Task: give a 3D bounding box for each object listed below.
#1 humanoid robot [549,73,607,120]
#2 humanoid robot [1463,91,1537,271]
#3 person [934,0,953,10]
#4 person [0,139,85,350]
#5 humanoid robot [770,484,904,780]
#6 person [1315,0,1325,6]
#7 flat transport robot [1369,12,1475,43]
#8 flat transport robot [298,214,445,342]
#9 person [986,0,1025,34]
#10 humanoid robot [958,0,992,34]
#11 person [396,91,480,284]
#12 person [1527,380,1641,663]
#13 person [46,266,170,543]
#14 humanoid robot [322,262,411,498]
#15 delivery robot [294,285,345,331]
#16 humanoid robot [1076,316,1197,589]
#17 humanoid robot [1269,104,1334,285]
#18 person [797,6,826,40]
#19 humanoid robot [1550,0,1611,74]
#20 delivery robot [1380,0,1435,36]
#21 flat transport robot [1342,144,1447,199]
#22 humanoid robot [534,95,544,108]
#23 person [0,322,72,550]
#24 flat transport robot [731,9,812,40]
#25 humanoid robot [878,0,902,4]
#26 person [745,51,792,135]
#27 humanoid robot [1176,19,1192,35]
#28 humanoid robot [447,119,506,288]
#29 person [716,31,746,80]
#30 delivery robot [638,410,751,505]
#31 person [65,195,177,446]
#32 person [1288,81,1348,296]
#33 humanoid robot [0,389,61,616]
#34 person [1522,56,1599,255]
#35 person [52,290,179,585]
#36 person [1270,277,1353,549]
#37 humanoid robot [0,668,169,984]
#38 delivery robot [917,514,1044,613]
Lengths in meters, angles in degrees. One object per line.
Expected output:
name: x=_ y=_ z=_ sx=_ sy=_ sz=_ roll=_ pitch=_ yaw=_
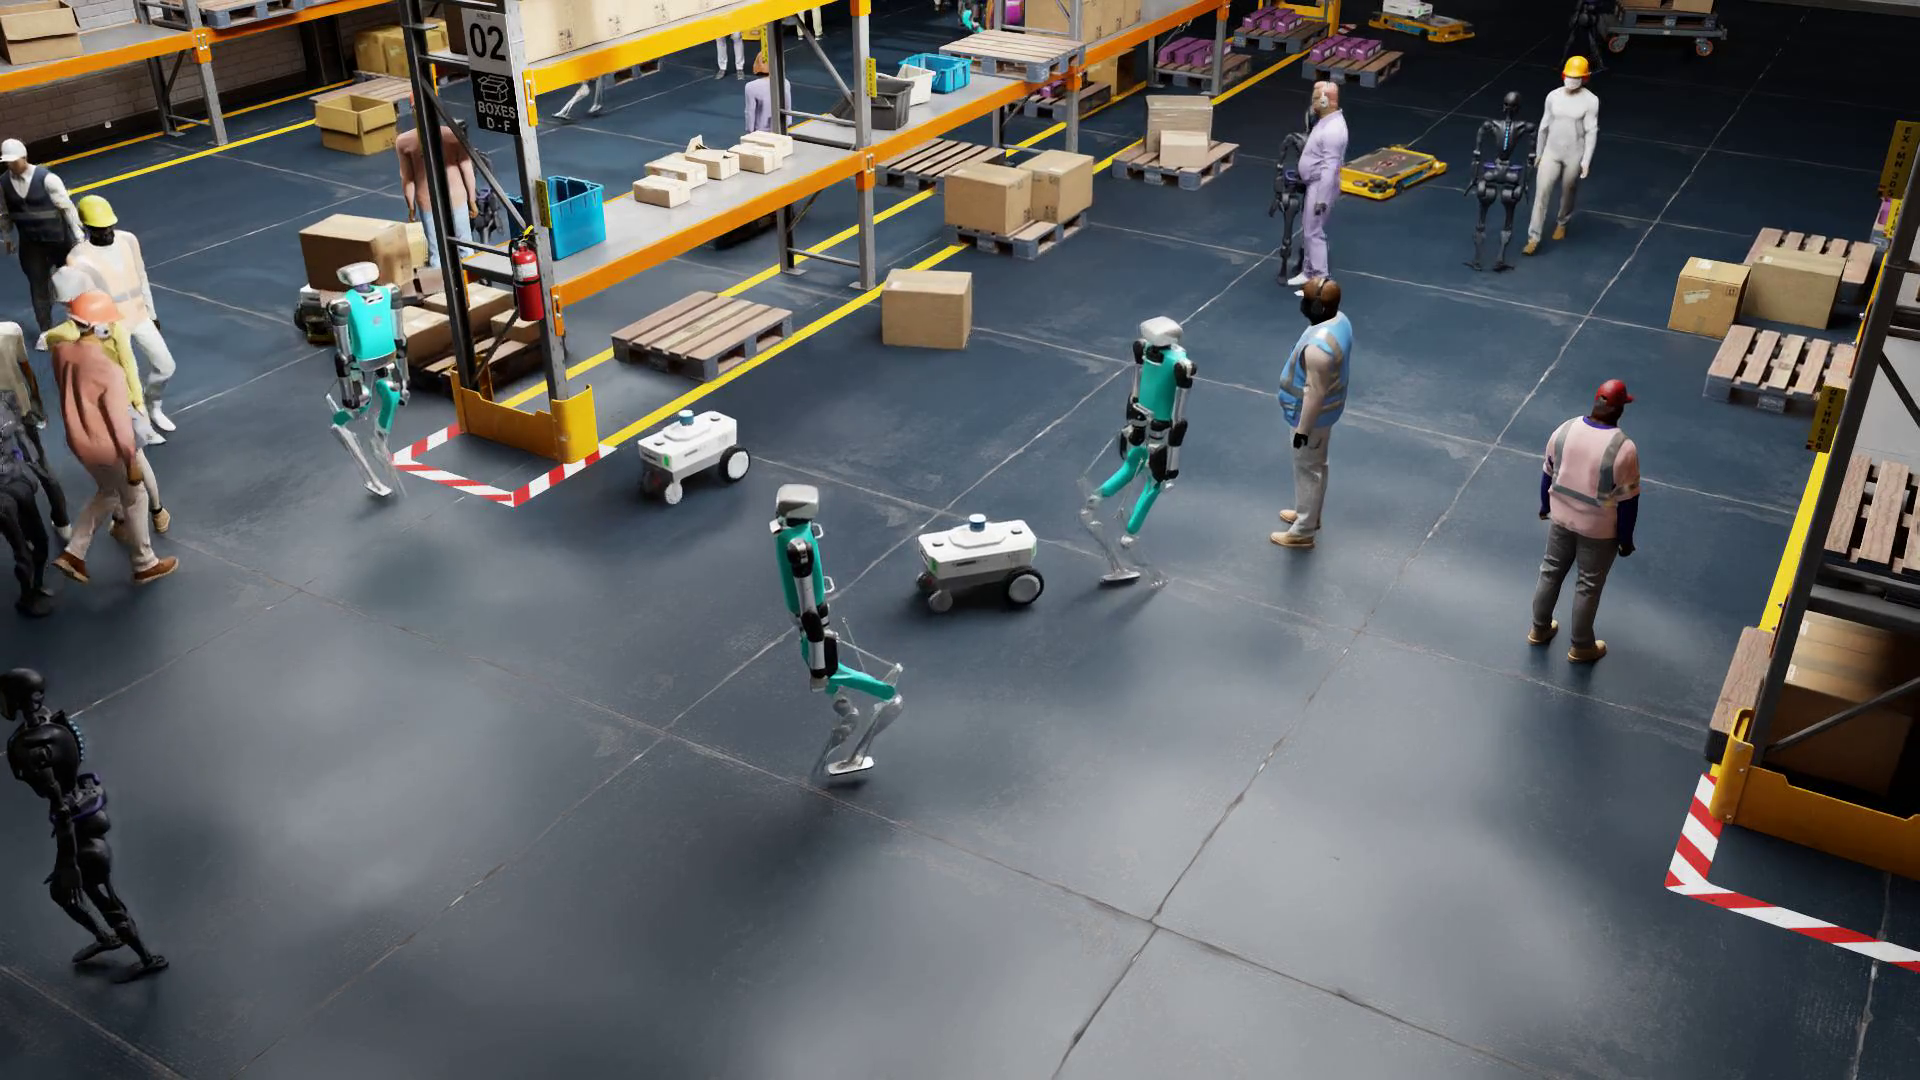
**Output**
humanoid robot: x=-4.591 y=-5.875 z=19.839 sx=0.576 sy=1.732 sz=1.020 roll=20 pitch=35 yaw=32
humanoid robot: x=4.980 y=-3.305 z=15.356 sx=0.603 sy=1.646 sz=0.346 roll=9 pitch=31 yaw=15
person: x=-0.295 y=-8.997 z=25.183 sx=0.635 sy=1.922 sz=0.498 roll=2 pitch=30 yaw=3
person: x=-7.674 y=-2.544 z=13.978 sx=0.749 sy=1.710 sz=0.932 roll=-4 pitch=30 yaw=-7
humanoid robot: x=-0.572 y=0.544 z=8.540 sx=0.755 sy=1.840 sz=0.551 roll=-6 pitch=30 yaw=-11
person: x=5.708 y=-9.164 z=25.557 sx=0.429 sy=1.844 sz=0.626 roll=13 pitch=32 yaw=21
flat transport robot: x=6.705 y=-7.474 z=24.163 sx=0.659 sy=0.231 sz=1.431 roll=-19 pitch=35 yaw=-30
flat transport robot: x=-4.941 y=-2.006 z=14.490 sx=1.431 sy=0.231 sz=0.659 roll=-11 pitch=31 yaw=-18
person: x=0.530 y=-6.507 z=20.883 sx=0.684 sy=1.814 sz=0.437 roll=-10 pitch=31 yaw=-16
humanoid robot: x=0.352 y=-6.799 z=21.526 sx=0.876 sy=1.824 sz=0.542 roll=-14 pitch=32 yaw=-23
person: x=-4.477 y=-2.920 z=14.367 sx=0.611 sy=1.984 sz=0.390 roll=-9 pitch=31 yaw=-15
person: x=3.635 y=-0.112 z=9.635 sx=0.419 sy=1.750 sz=0.600 roll=-22 pitch=36 yaw=-34
person: x=-5.560 y=-0.869 z=10.831 sx=0.472 sy=1.895 sz=0.385 roll=-19 pitch=35 yaw=-30
humanoid robot: x=-4.079 y=-1.036 z=11.352 sx=0.730 sy=1.860 sz=0.547 roll=21 pitch=36 yaw=33
delivery robot: x=-5.378 y=-2.109 z=14.399 sx=0.499 sy=0.612 sz=0.813 roll=8 pitch=30 yaw=13
humanoid robot: x=1.043 y=-0.474 z=10.294 sx=0.796 sy=1.776 sz=0.547 roll=-16 pitch=33 yaw=-26
humanoid robot: x=3.106 y=-3.125 z=15.061 sx=0.585 sy=1.655 sz=0.465 roll=-1 pitch=29 yaw=-2
person: x=-2.167 y=-8.000 z=23.584 sx=0.558 sy=1.752 sz=0.323 roll=3 pitch=30 yaw=6
humanoid robot: x=8.288 y=-6.961 z=21.875 sx=0.764 sy=1.638 sz=0.603 roll=24 pitch=37 yaw=36
delivery robot: x=6.515 y=-7.683 z=24.234 sx=0.499 sy=0.587 sz=0.785 roll=-21 pitch=36 yaw=-33
flat transport robot: x=4.630 y=-3.983 z=17.987 sx=0.659 sy=0.231 sz=1.431 roll=24 pitch=37 yaw=36
humanoid robot: x=-5.368 y=-6.043 z=20.177 sx=0.555 sy=1.814 sz=0.748 roll=24 pitch=37 yaw=36
person: x=-6.167 y=-0.802 z=10.730 sx=0.328 sy=1.876 sz=0.507 roll=21 pitch=35 yaw=32
flat transport robot: x=-2.842 y=-7.524 z=24.251 sx=0.659 sy=0.231 sz=1.431 roll=4 pitch=30 yaw=7
humanoid robot: x=-1.115 y=-9.185 z=25.762 sx=0.615 sy=1.643 sz=0.426 roll=1 pitch=29 yaw=1
person: x=-1.934 y=-4.132 z=16.869 sx=0.500 sy=1.626 sz=0.287 roll=-17 pitch=33 yaw=-27
humanoid robot: x=3.303 y=-8.239 z=24.061 sx=0.547 sy=1.807 sz=0.908 roll=16 pitch=33 yaw=27
humanoid robot: x=-4.282 y=-2.880 z=14.618 sx=0.592 sy=1.657 sz=0.480 roll=3 pitch=30 yaw=5
person: x=-3.016 y=-6.923 z=21.539 sx=0.479 sy=1.899 sz=0.450 roll=2 pitch=30 yaw=4
delivery robot: x=-1.910 y=-0.643 z=11.757 sx=0.499 sy=0.564 sz=0.739 roll=23 pitch=37 yaw=35
person: x=-6.050 y=-1.576 z=12.061 sx=0.443 sy=1.907 sz=0.603 roll=15 pitch=33 yaw=24
person: x=3.198 y=-3.129 z=14.851 sx=0.411 sy=1.890 sz=0.660 roll=5 pitch=30 yaw=9
humanoid robot: x=-5.768 y=-0.332 z=10.108 sx=0.346 sy=1.663 sz=0.615 roll=4 pitch=30 yaw=7
person: x=5.755 y=-3.677 z=15.856 sx=0.567 sy=1.854 sz=0.967 roll=16 pitch=33 yaw=27
person: x=-5.291 y=-0.557 z=10.212 sx=0.636 sy=1.958 sz=0.694 roll=16 pitch=33 yaw=26
person: x=2.274 y=-0.825 z=10.804 sx=0.429 sy=1.841 sz=0.632 roll=12 pitch=31 yaw=20
humanoid robot: x=-3.884 y=1.278 z=7.260 sx=0.478 sy=1.643 sz=0.612 roll=-14 pitch=33 yaw=-24
delivery robot: x=0.125 y=0.124 z=10.442 sx=0.807 sy=0.606 sz=0.499 roll=-9 pitch=31 yaw=-15
